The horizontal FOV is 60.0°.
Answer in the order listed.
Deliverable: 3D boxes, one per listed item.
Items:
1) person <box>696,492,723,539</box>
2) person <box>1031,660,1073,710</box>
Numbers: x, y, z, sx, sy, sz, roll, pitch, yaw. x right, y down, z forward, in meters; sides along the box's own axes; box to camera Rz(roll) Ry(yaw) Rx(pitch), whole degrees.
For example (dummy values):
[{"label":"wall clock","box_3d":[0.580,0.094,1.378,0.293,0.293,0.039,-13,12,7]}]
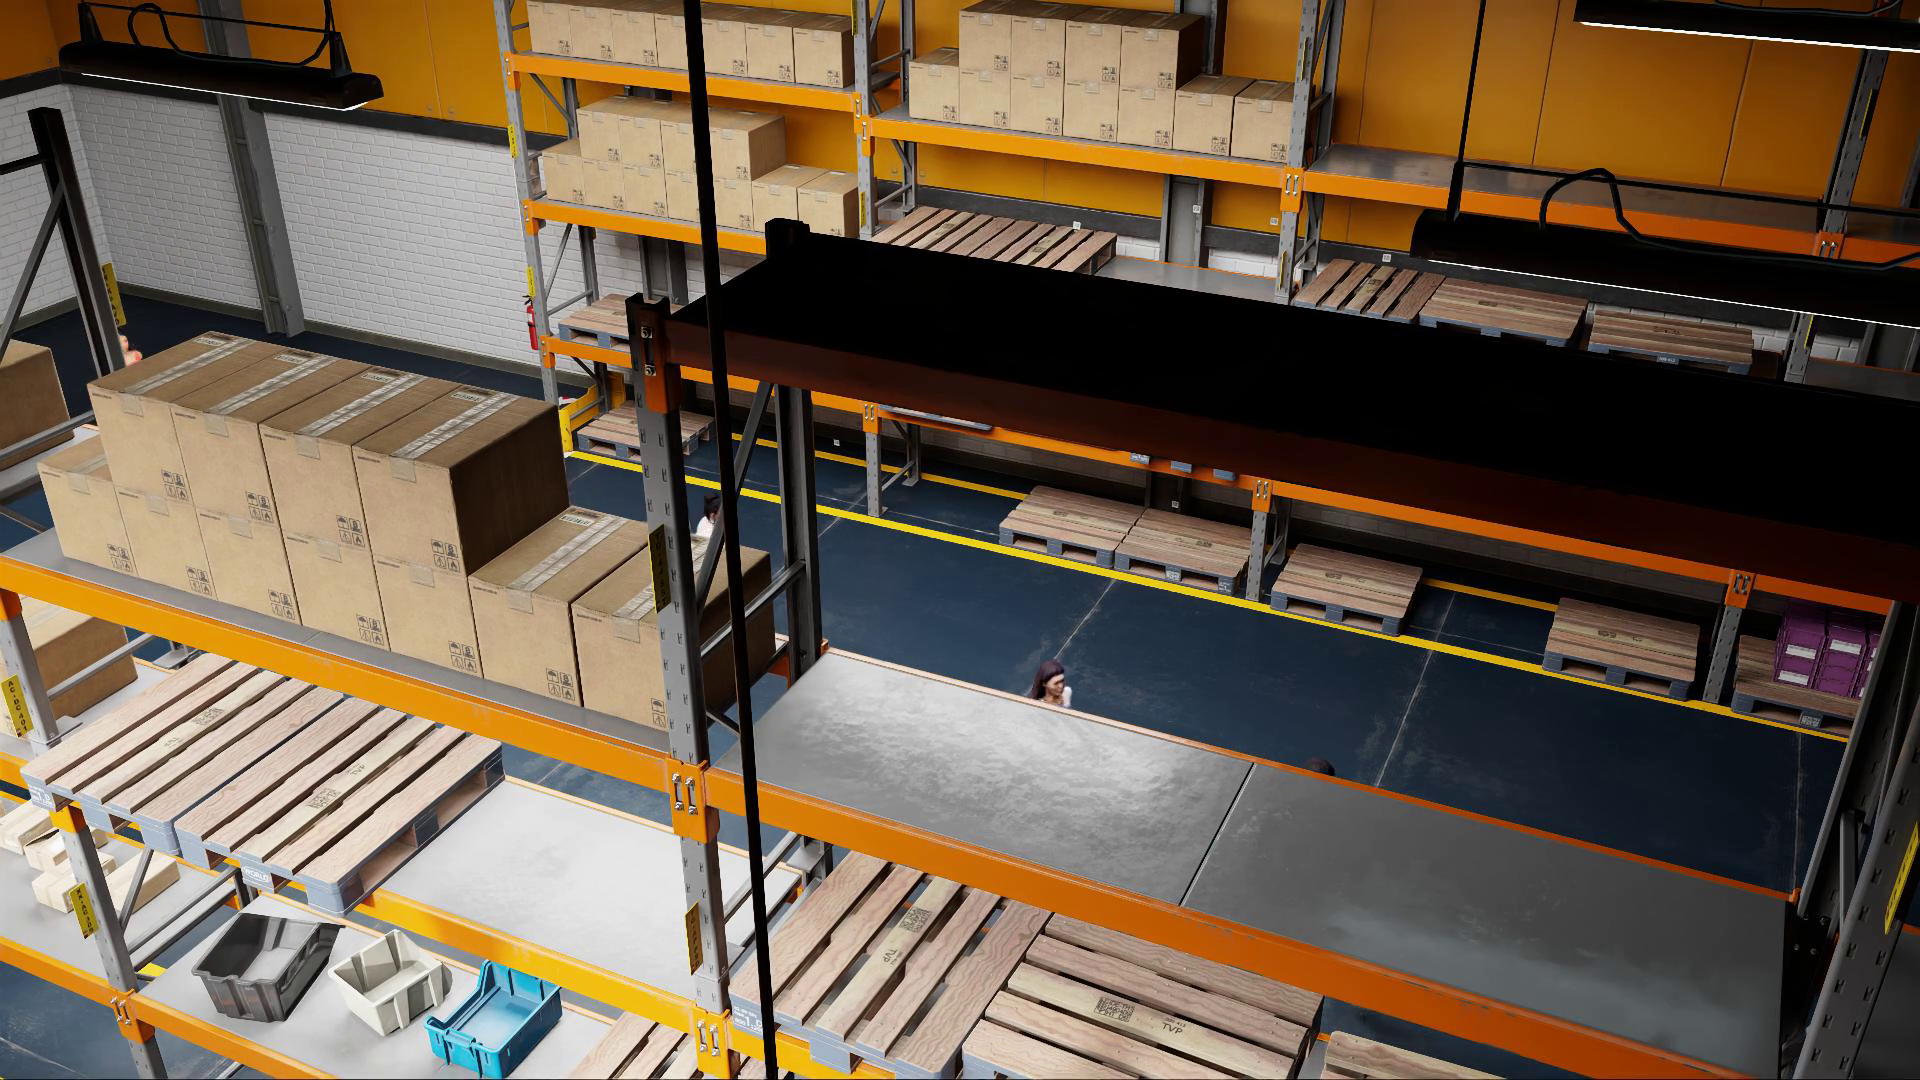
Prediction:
[{"label":"person","box_3d":[-2.151,0.360,14.147,0.977,1.730,0.899,-5,29,-9]},{"label":"person","box_3d":[0.554,1.562,12.040,0.963,1.638,1.221,-22,35,-34]}]
